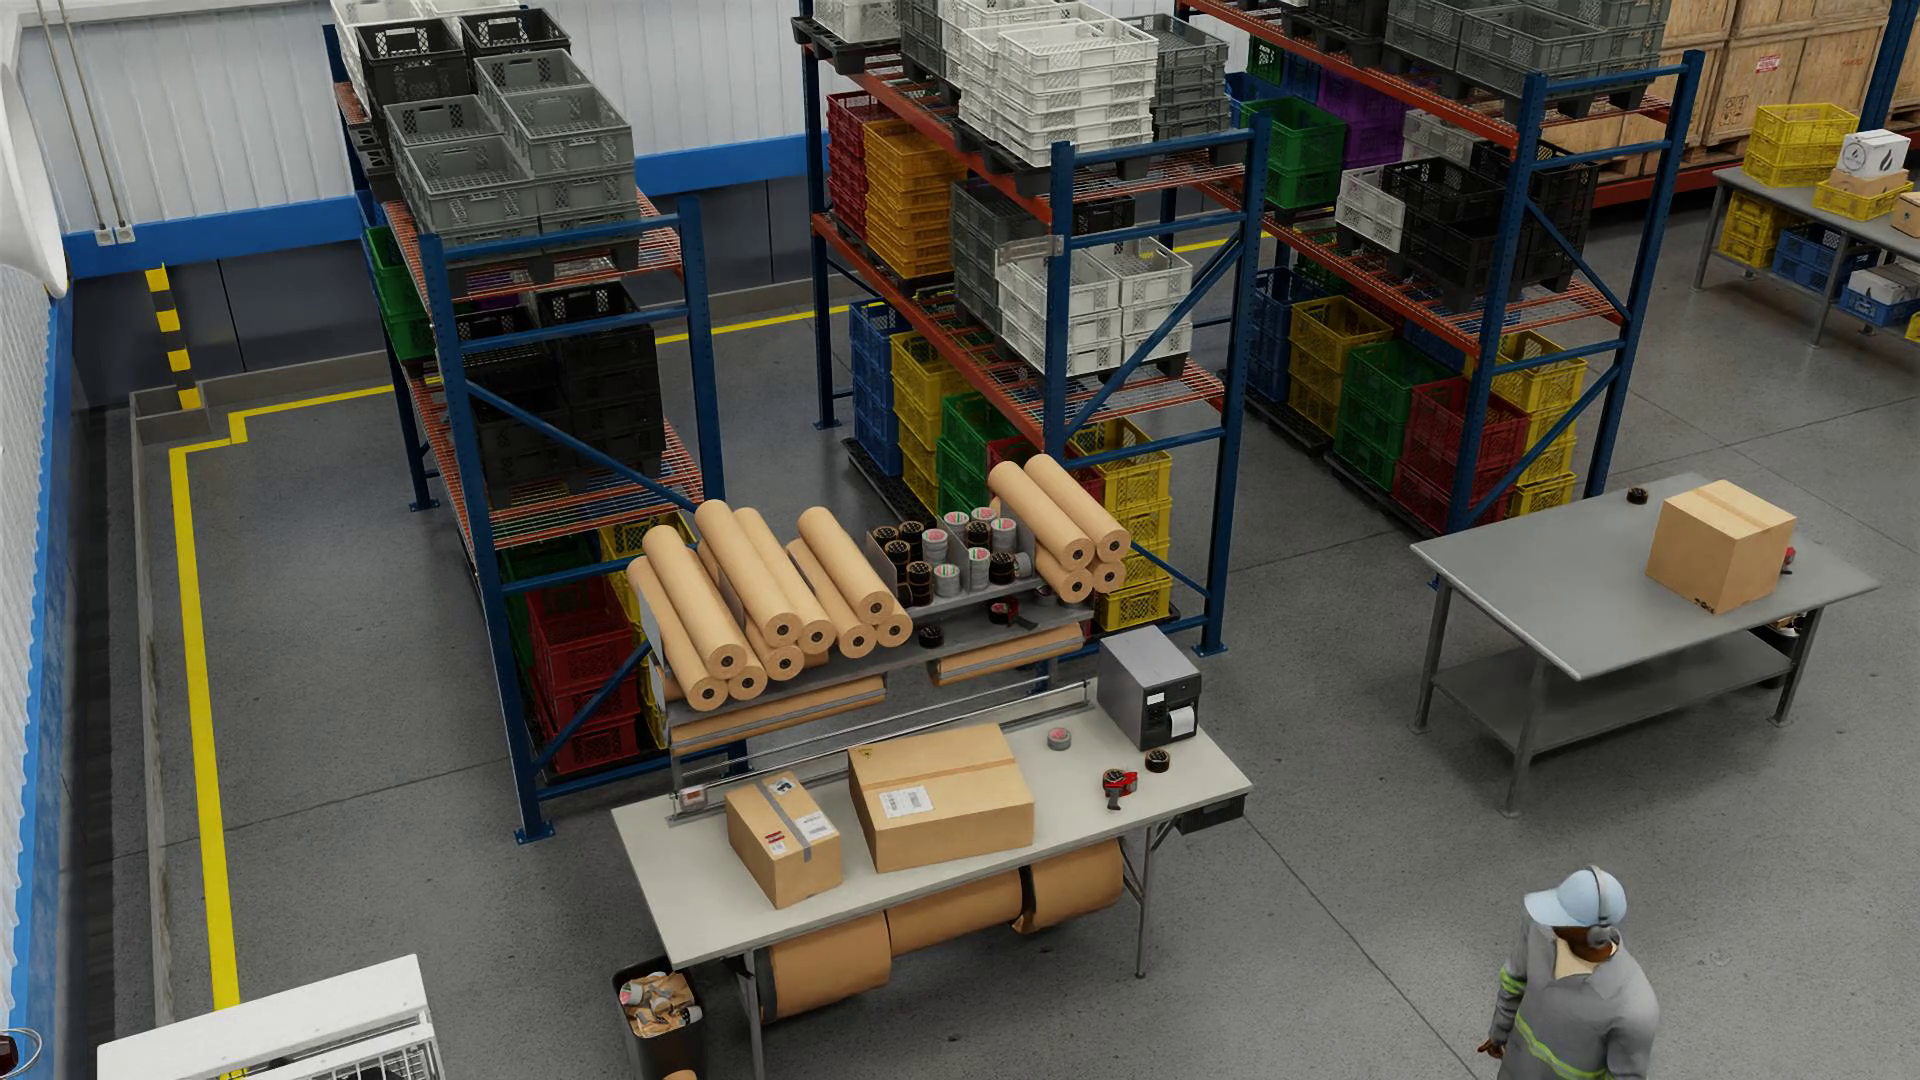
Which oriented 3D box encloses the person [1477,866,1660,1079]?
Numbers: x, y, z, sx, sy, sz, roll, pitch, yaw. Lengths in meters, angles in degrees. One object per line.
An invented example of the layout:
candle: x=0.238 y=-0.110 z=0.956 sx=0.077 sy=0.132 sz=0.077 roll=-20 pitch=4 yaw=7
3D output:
person: x=1.951 y=1.798 z=5.541 sx=0.388 sy=1.849 sz=0.597 roll=-12 pitch=34 yaw=-18
